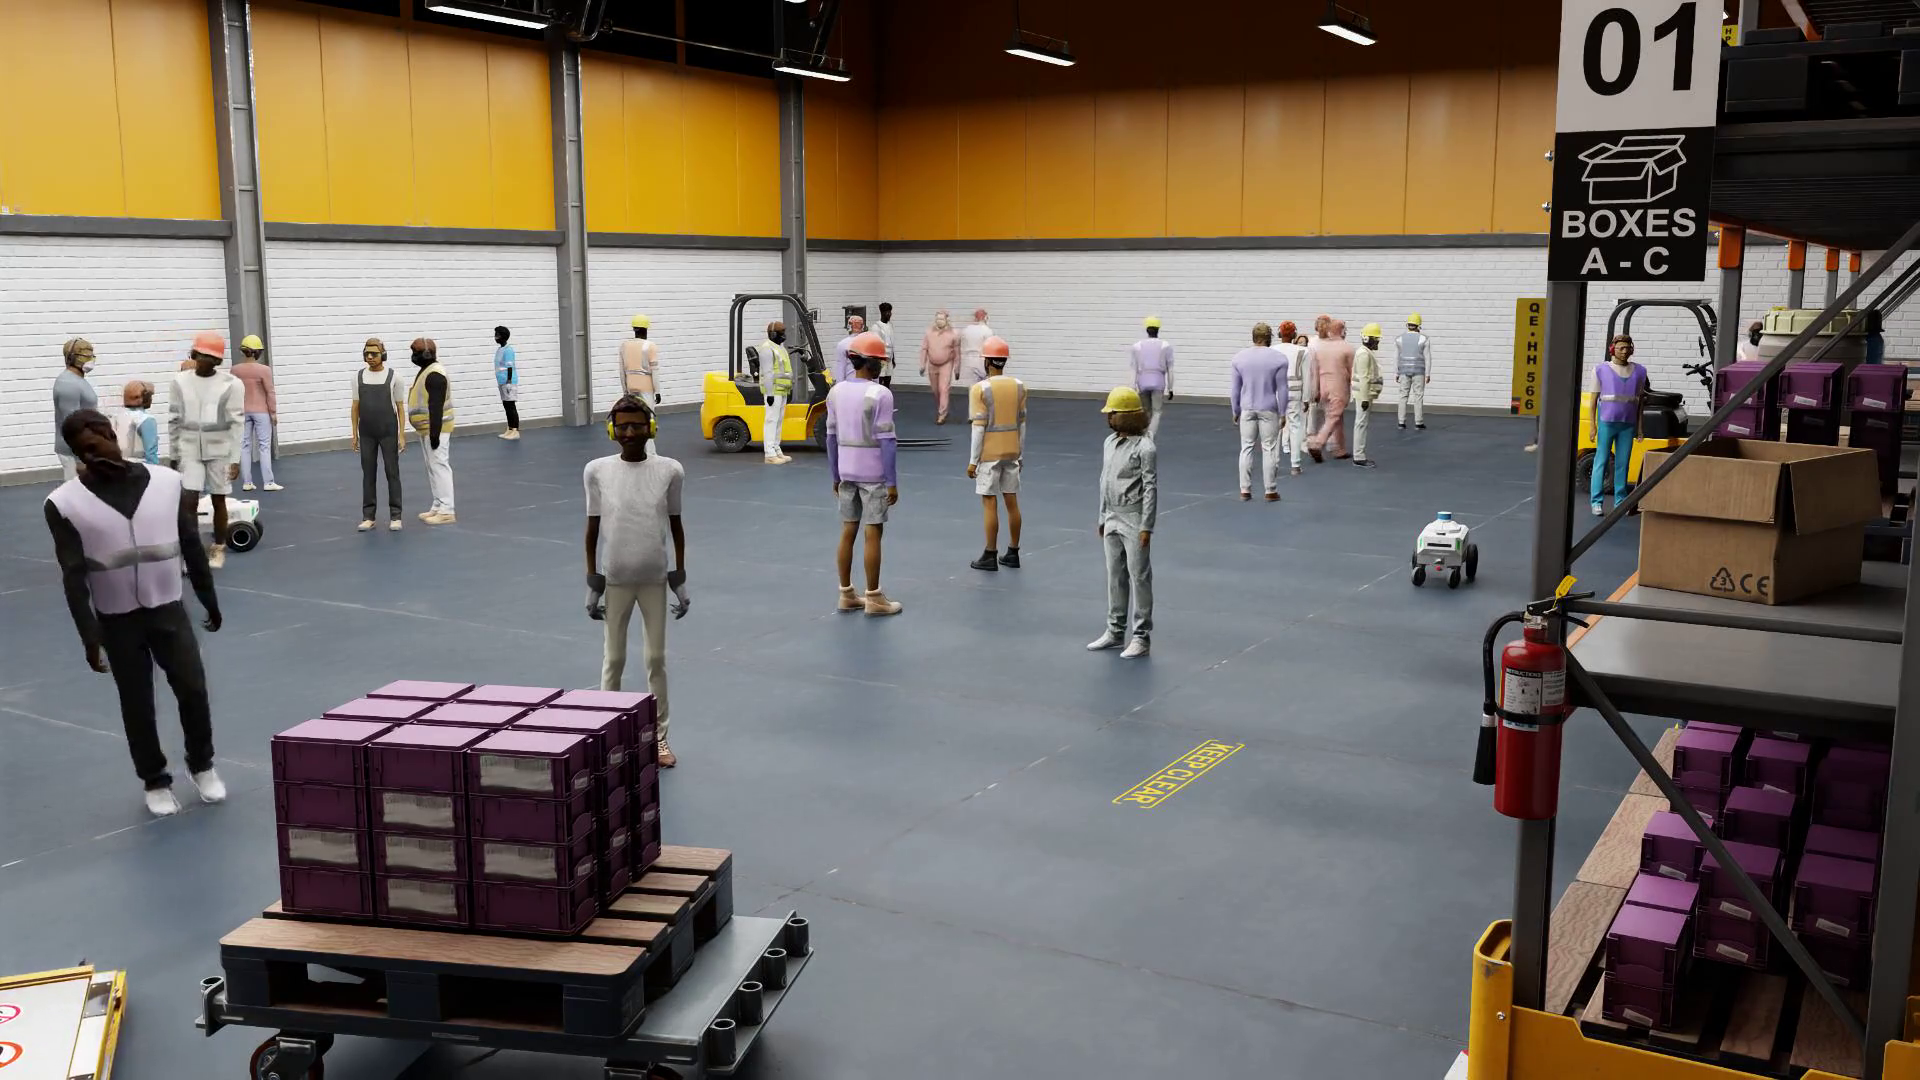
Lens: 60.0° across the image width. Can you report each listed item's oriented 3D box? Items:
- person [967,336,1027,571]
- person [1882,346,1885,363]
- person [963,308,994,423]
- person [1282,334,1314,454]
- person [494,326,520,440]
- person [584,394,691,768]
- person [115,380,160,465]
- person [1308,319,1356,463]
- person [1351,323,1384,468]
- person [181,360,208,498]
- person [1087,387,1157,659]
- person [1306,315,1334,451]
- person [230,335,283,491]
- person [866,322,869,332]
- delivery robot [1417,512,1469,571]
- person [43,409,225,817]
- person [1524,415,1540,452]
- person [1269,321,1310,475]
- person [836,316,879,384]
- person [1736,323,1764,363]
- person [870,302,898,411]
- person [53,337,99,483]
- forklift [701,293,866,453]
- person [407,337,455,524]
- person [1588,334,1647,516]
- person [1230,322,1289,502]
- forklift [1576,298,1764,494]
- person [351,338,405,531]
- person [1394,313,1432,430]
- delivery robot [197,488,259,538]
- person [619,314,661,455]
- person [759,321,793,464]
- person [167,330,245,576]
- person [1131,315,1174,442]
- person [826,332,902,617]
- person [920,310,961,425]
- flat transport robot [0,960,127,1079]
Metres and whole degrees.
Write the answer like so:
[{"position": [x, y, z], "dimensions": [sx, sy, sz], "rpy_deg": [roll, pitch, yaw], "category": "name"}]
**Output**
[{"position": [0.293, -0.712, 13.778], "dimensions": [0.543, 1.940, 0.361], "rpy_deg": [-6, 11, -34], "category": "person"}, {"position": [12.337, -2.149, 22.930], "dimensions": [0.646, 1.892, 1.014], "rpy_deg": [3, 10, 17], "category": "person"}, {"position": [0.371, -2.852, 27.310], "dimensions": [0.661, 1.880, 0.646], "rpy_deg": [8, 12, 41], "category": "person"}, {"position": [4.633, -2.002, 22.761], "dimensions": [0.514, 1.641, 0.309], "rpy_deg": [-2, 9, -13], "category": "person"}, {"position": [-6.723, -2.327, 24.640], "dimensions": [0.321, 1.691, 0.537], "rpy_deg": [-6, 11, -32], "category": "person"}, {"position": [-1.594, 0.211, 8.232], "dimensions": [0.520, 1.873, 0.335], "rpy_deg": [-2, 9, -13], "category": "person"}, {"position": [-6.653, -0.466, 13.304], "dimensions": [0.532, 1.603, 0.602], "rpy_deg": [8, 12, 42], "category": "person"}, {"position": [4.875, -1.949, 21.735], "dimensions": [0.923, 1.871, 0.639], "rpy_deg": [-6, 11, -33], "category": "person"}, {"position": [5.174, -1.837, 21.142], "dimensions": [0.403, 1.828, 0.593], "rpy_deg": [2, 9, 15], "category": "person"}, {"position": [-7.288, -0.903, 15.918], "dimensions": [0.281, 1.634, 0.498], "rpy_deg": [-6, 11, -33], "category": "person"}, {"position": [1.052, -0.112, 10.663], "dimensions": [0.314, 1.739, 0.485], "rpy_deg": [-6, 11, -33], "category": "person"}, {"position": [5.016, -2.159, 23.002], "dimensions": [0.599, 1.882, 0.339], "rpy_deg": [3, 10, 17], "category": "person"}, {"position": [-7.947, -1.423, 18.761], "dimensions": [0.527, 1.768, 0.313], "rpy_deg": [1, 9, 8], "category": "person"}, {"position": [-1.511, -2.515, 25.575], "dimensions": [0.522, 1.769, 0.311], "rpy_deg": [-7, 12, -38], "category": "person"}, {"position": [3.848, 0.018, 13.239], "dimensions": [0.477, 0.478, 0.707], "rpy_deg": [3, 10, 21], "category": "delivery robot"}, {"position": [-3.675, 0.338, 7.453], "dimensions": [0.703, 1.871, 0.429], "rpy_deg": [-8, 12, -41], "category": "person"}, {"position": [8.012, -2.202, 22.765], "dimensions": [0.565, 2.000, 0.695], "rpy_deg": [1, 9, 3], "category": "person"}, {"position": [3.980, -1.735, 20.339], "dimensions": [0.584, 1.882, 0.337], "rpy_deg": [2, 9, 10], "category": "person"}, {"position": [-1.370, -2.010, 22.013], "dimensions": [0.640, 1.902, 0.402], "rpy_deg": [-7, 11, -36], "category": "person"}, {"position": [10.610, -1.985, 22.161], "dimensions": [0.645, 1.795, 0.940], "rpy_deg": [2, 9, 13], "category": "person"}, {"position": [-1.343, -3.234, 29.493], "dimensions": [0.394, 1.954, 0.609], "rpy_deg": [5, 11, 31], "category": "person"}, {"position": [-7.197, -0.684, 13.622], "dimensions": [0.374, 1.936, 0.627], "rpy_deg": [-4, 10, -23], "category": "person"}, {"position": [-2.458, -2.344, 23.176], "dimensions": [2.313, 2.155, 1.214], "rpy_deg": [0, 9, -2], "category": "forklift"}, {"position": [-5.218, -1.077, 16.412], "dimensions": [0.431, 1.835, 0.621], "rpy_deg": [-5, 10, -27], "category": "person"}, {"position": [6.660, -1.164, 16.892], "dimensions": [0.570, 1.845, 0.383], "rpy_deg": [-1, 9, -4], "category": "person"}, {"position": [3.220, -1.374, 17.923], "dimensions": [0.628, 1.936, 0.373], "rpy_deg": [4, 10, 23], "category": "person"}, {"position": [7.954, -1.589, 18.462], "dimensions": [2.313, 2.155, 1.214], "rpy_deg": [5, 11, 30], "category": "forklift"}, {"position": [-5.548, -1.000, 15.872], "dimensions": [0.505, 1.846, 0.346], "rpy_deg": [-1, 9, -5], "category": "person"}, {"position": [7.131, -2.647, 26.187], "dimensions": [0.590, 1.833, 0.404], "rpy_deg": [5, 11, 31], "category": "person"}, {"position": [-6.612, -0.227, 14.749], "dimensions": [0.707, 0.478, 0.477], "rpy_deg": [-2, 9, -18], "category": "delivery robot"}, {"position": [-4.160, -1.977, 21.710], "dimensions": [0.586, 1.928, 0.369], "rpy_deg": [4, 10, 23], "category": "person"}, {"position": [-2.373, -1.908, 21.553], "dimensions": [0.429, 1.841, 0.634], "rpy_deg": [2, 9, 10], "category": "person"}, {"position": [-6.142, -0.707, 13.567], "dimensions": [0.644, 1.995, 0.744], "rpy_deg": [-1, 9, -9], "category": "person"}, {"position": [2.615, -2.117, 22.704], "dimensions": [0.592, 1.901, 0.776], "rpy_deg": [3, 9, 16], "category": "person"}, {"position": [-0.672, -0.473, 11.971], "dimensions": [0.614, 2.038, 0.395], "rpy_deg": [8, 12, 40], "category": "person"}, {"position": [-0.306, -2.849, 27.362], "dimensions": [0.654, 1.865, 0.921], "rpy_deg": [3, 10, 20], "category": "person"}, {"position": [-2.829, 1.556, 4.814], "dimensions": [0.652, 0.197, 1.431], "rpy_deg": [-4, 10, -22], "category": "flat transport robot"}]
